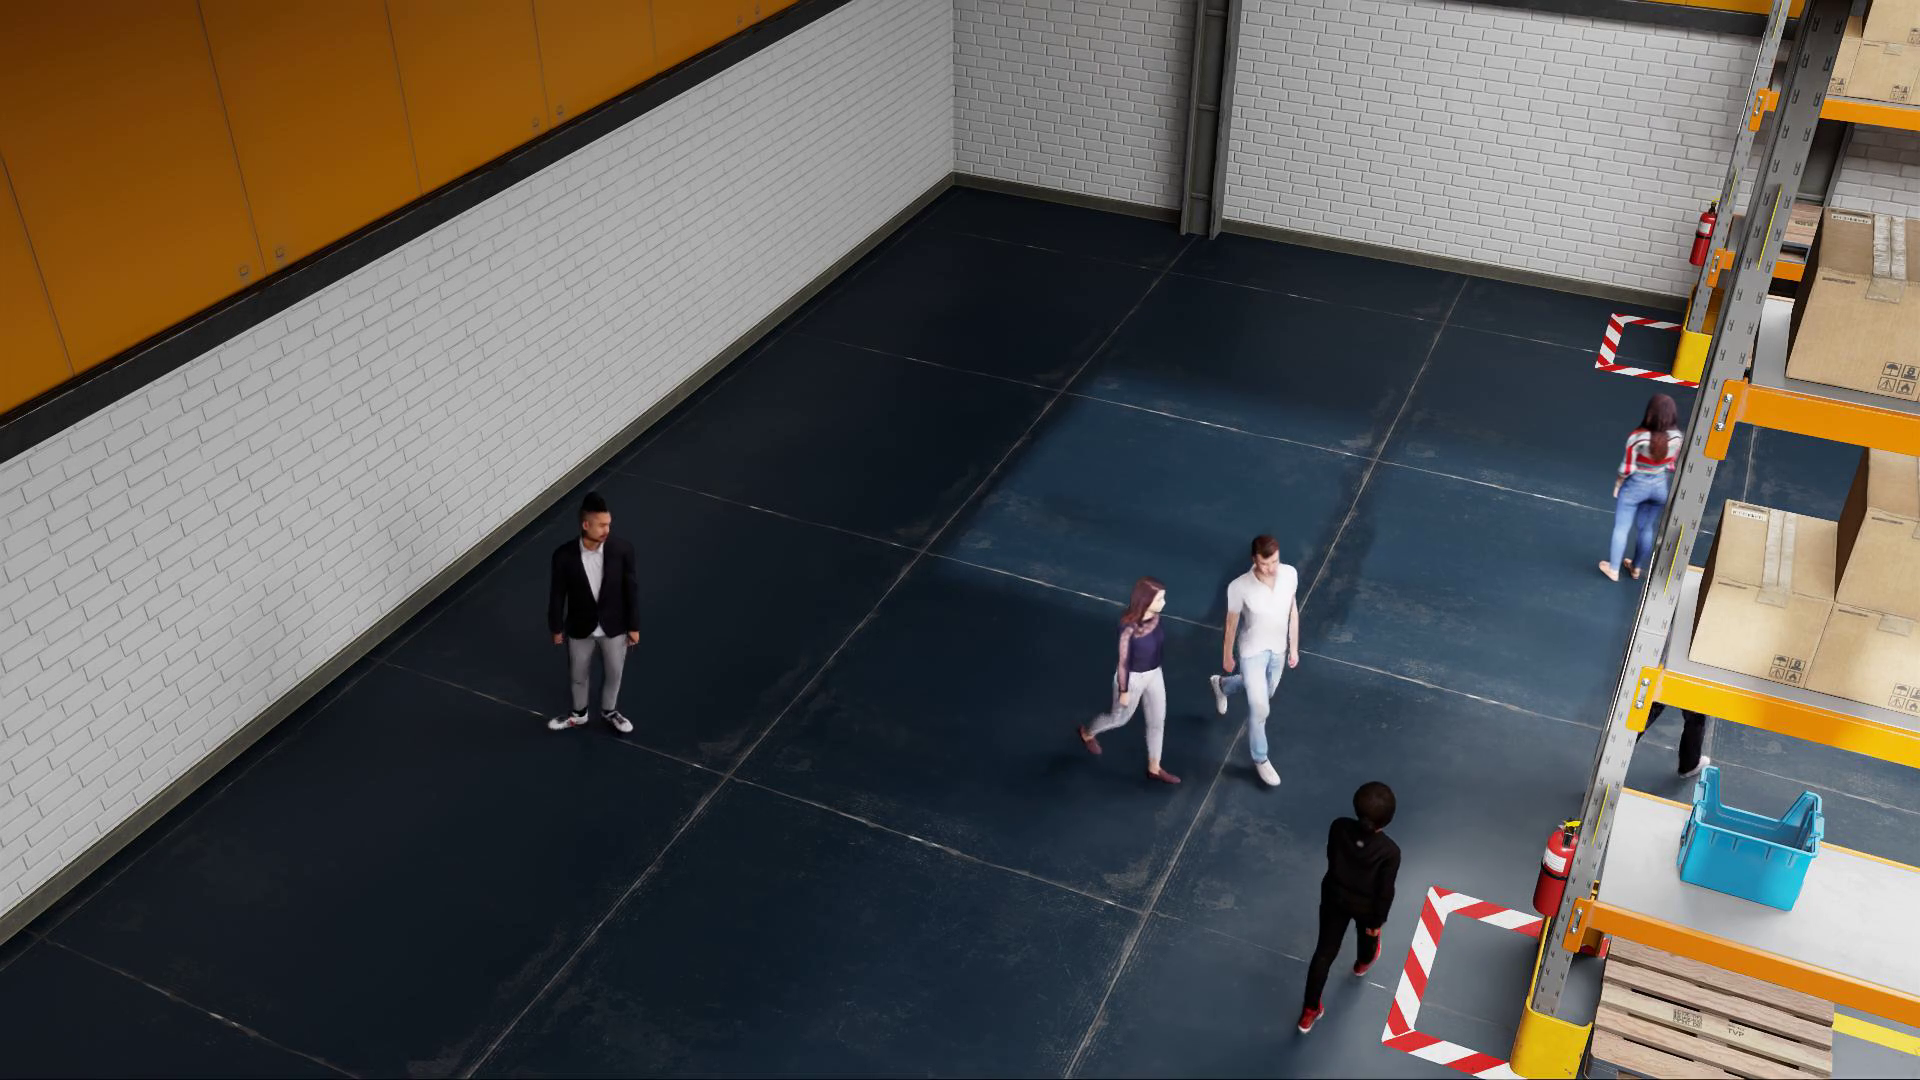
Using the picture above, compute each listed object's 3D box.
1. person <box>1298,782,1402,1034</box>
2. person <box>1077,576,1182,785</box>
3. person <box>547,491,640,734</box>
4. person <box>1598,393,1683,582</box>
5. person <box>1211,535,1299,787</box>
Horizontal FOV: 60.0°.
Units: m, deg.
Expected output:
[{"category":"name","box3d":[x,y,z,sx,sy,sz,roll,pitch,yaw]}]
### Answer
[{"category":"person","box3d":[2.114,2.029,9.132,1.049,1.636,0.755,21,39,28]},{"category":"person","box3d":[1.103,0.898,10.879,1.075,1.584,0.770,21,39,29]},{"category":"person","box3d":[-2.478,0.515,11.135,0.861,1.939,0.996,-1,34,-2]},{"category":"person","box3d":[5.272,-0.399,12.805,0.600,1.613,0.723,-1,34,-2]},{"category":"person","box3d":[1.933,0.689,10.980,1.074,1.820,1.211,-17,37,-23]}]
